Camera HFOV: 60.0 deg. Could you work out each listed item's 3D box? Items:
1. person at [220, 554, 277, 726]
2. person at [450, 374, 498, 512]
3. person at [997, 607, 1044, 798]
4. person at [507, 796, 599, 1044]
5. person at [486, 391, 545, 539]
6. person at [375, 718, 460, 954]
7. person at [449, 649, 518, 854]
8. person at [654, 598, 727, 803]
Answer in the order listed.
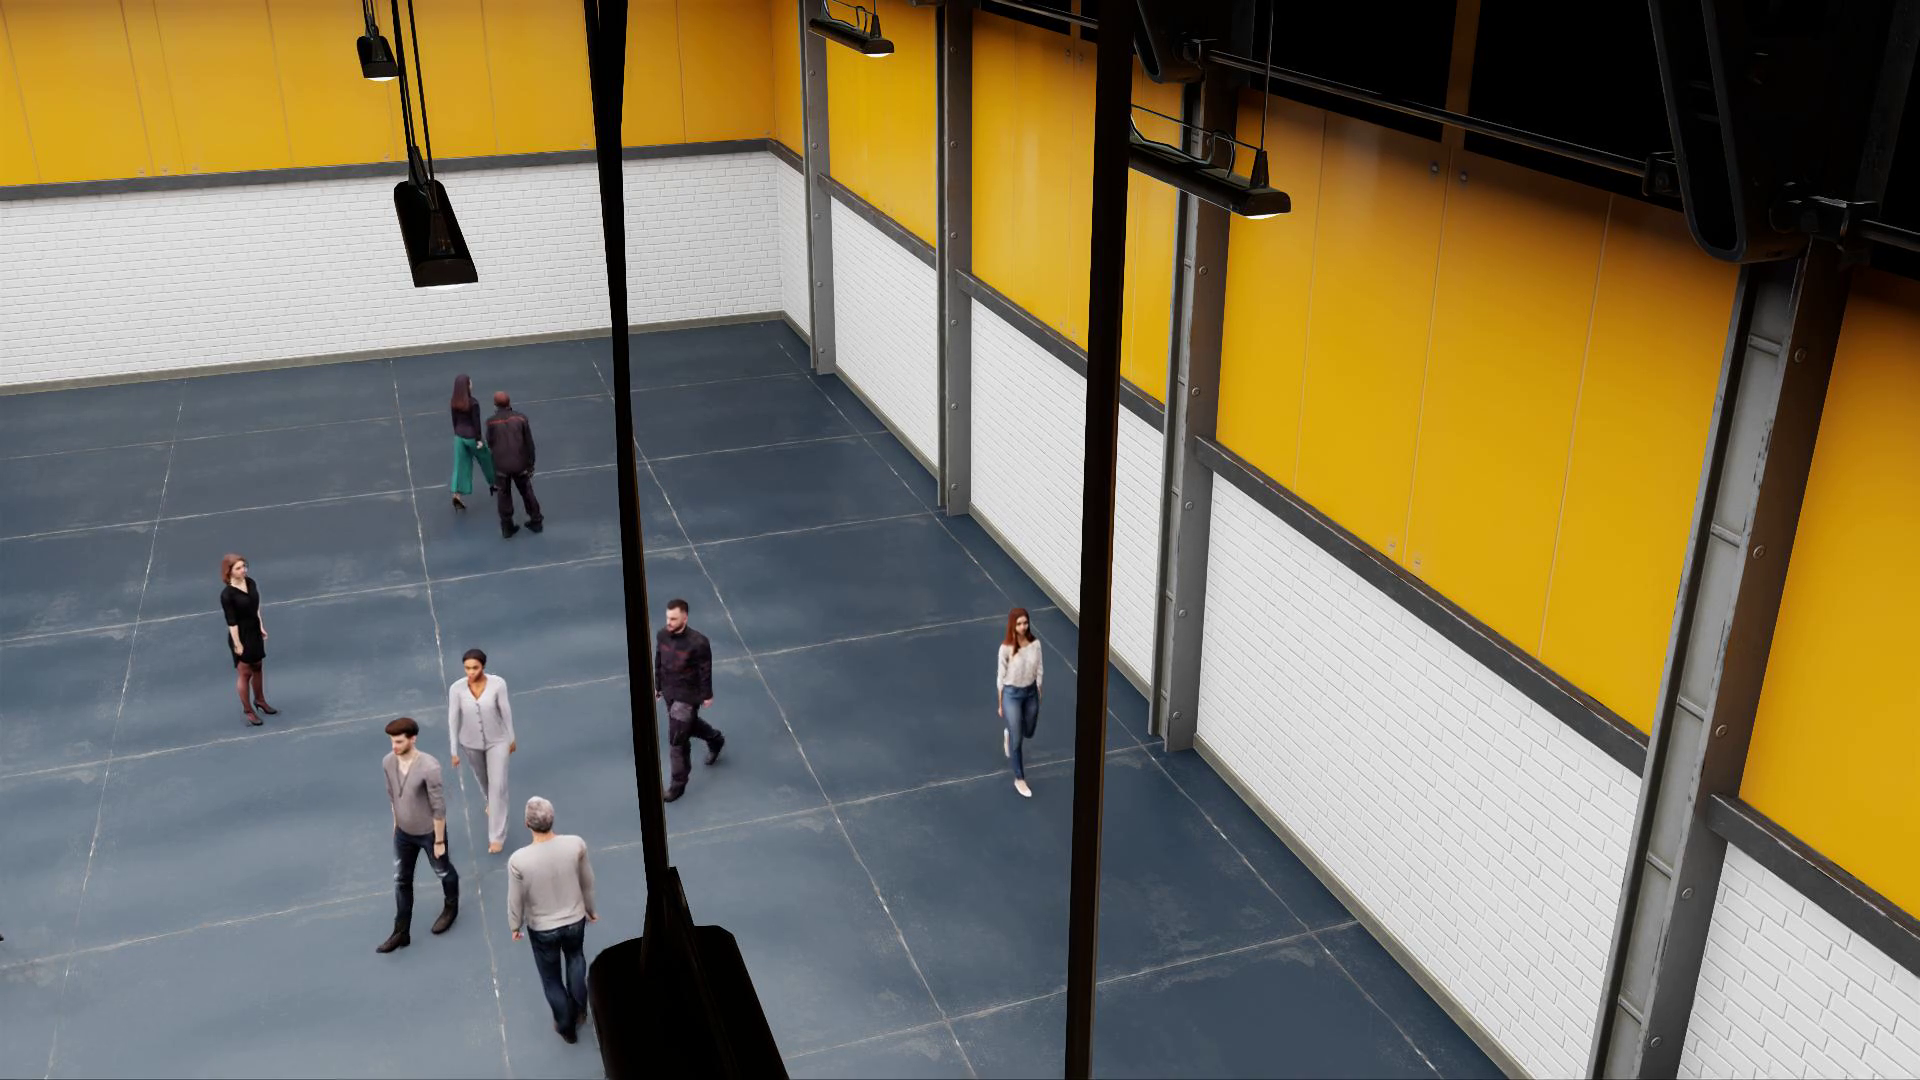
[{"bbox_3d":[-6.708,0.914,15.612,0.718,1.706,0.610,5,24,12],"label":"person"},{"bbox_3d":[-6.057,-1.153,20.357,1.067,1.693,1.185,8,25,19],"label":"person"},{"bbox_3d":[0.495,1.356,14.591,0.566,1.713,0.952,-8,25,-18],"label":"person"},{"bbox_3d":[-2.736,2.655,11.383,0.803,1.901,0.731,-13,27,-27],"label":"person"},{"bbox_3d":[-5.338,-0.870,19.569,0.713,1.805,0.726,-4,24,-8],"label":"person"},{"bbox_3d":[-4.020,2.139,12.586,1.058,1.884,1.147,8,25,18],"label":"person"},{"bbox_3d":[-3.977,1.660,13.929,0.828,1.687,1.228,-3,24,-7],"label":"person"},{"bbox_3d":[-2.369,1.308,14.567,1.245,1.820,1.203,16,28,32],"label":"person"}]
